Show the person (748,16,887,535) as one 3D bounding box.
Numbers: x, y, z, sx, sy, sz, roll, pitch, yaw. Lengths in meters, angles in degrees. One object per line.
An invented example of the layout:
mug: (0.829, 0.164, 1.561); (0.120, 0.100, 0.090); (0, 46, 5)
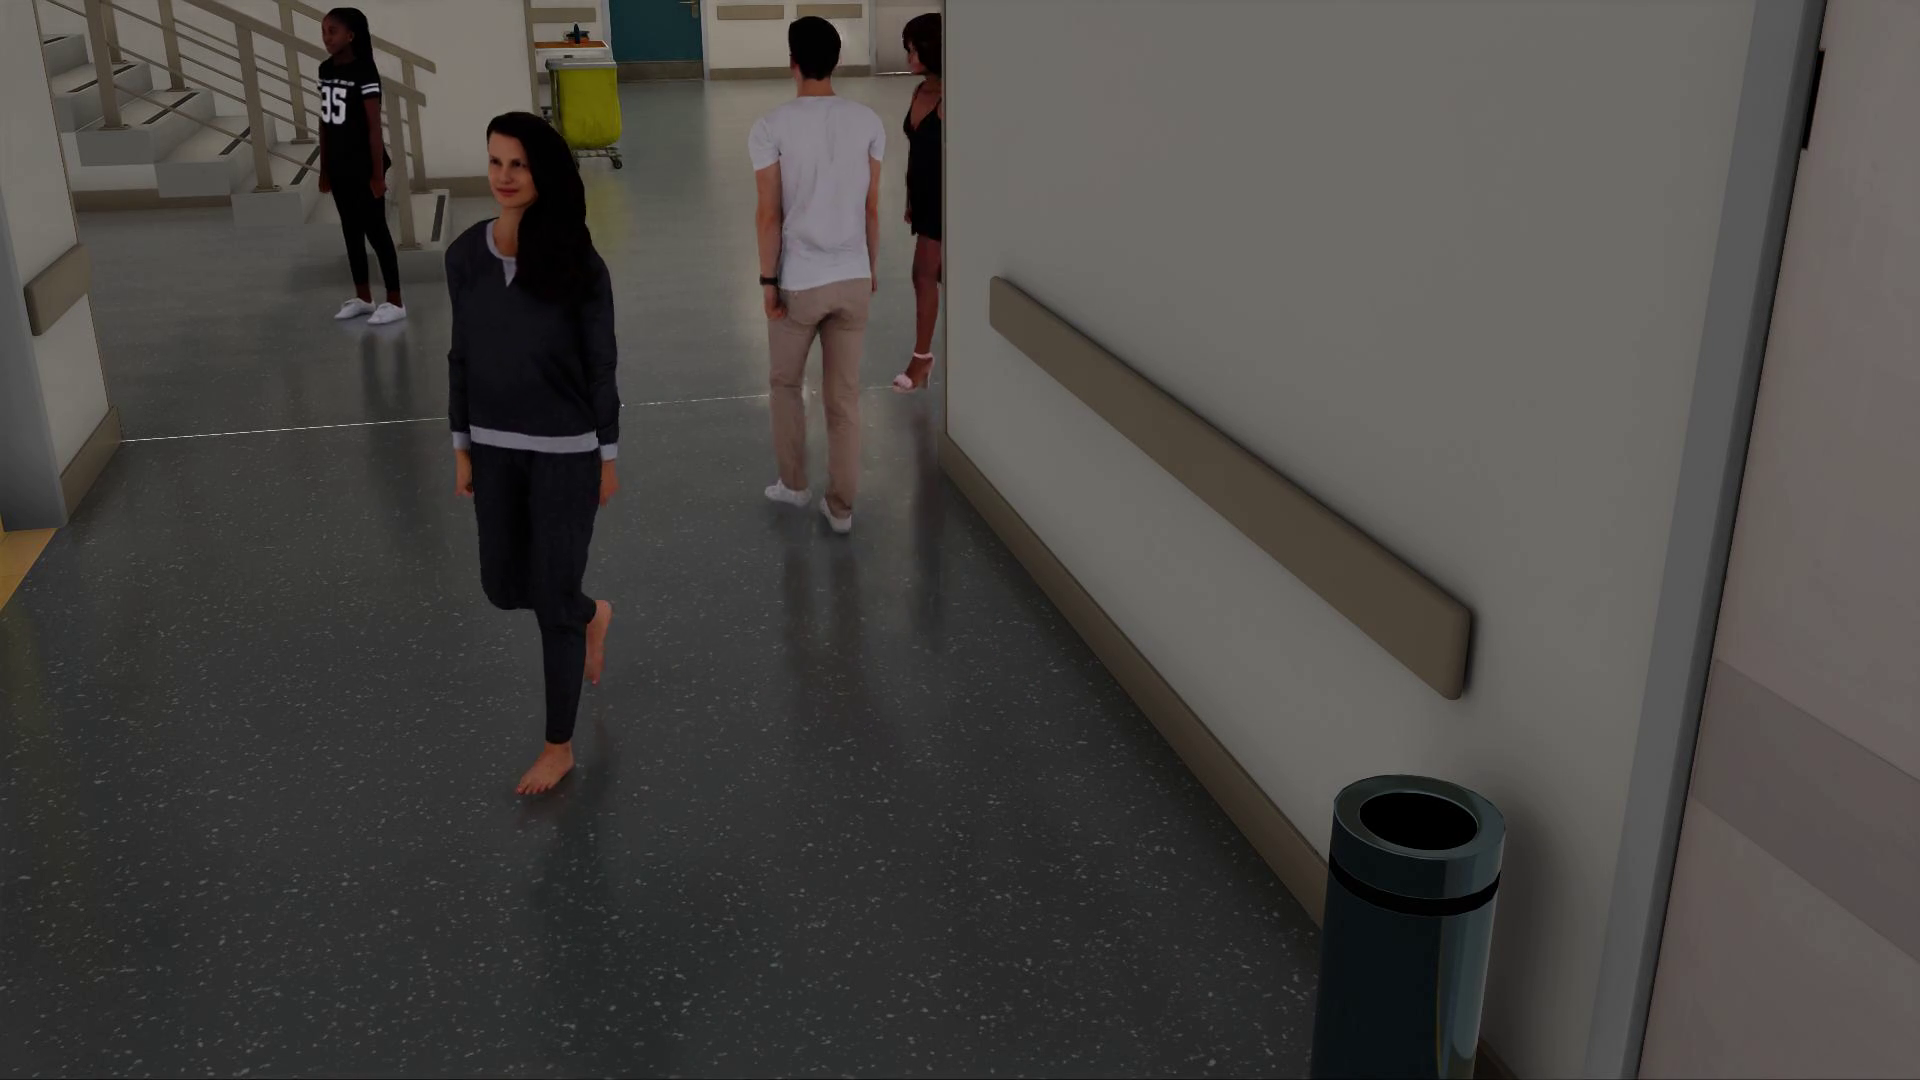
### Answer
person: (-0.470, -0.915, 6.066); (0.676, 1.869, 0.760); (-7, 22, -18)

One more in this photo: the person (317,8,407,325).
person: (-3.399, -2.104, 9.404); (0.710, 1.728, 0.765); (13, 24, 30)

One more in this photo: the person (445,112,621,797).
person: (-1.116, -0.249, 4.472); (1.037, 1.752, 0.981); (5, 21, 13)
